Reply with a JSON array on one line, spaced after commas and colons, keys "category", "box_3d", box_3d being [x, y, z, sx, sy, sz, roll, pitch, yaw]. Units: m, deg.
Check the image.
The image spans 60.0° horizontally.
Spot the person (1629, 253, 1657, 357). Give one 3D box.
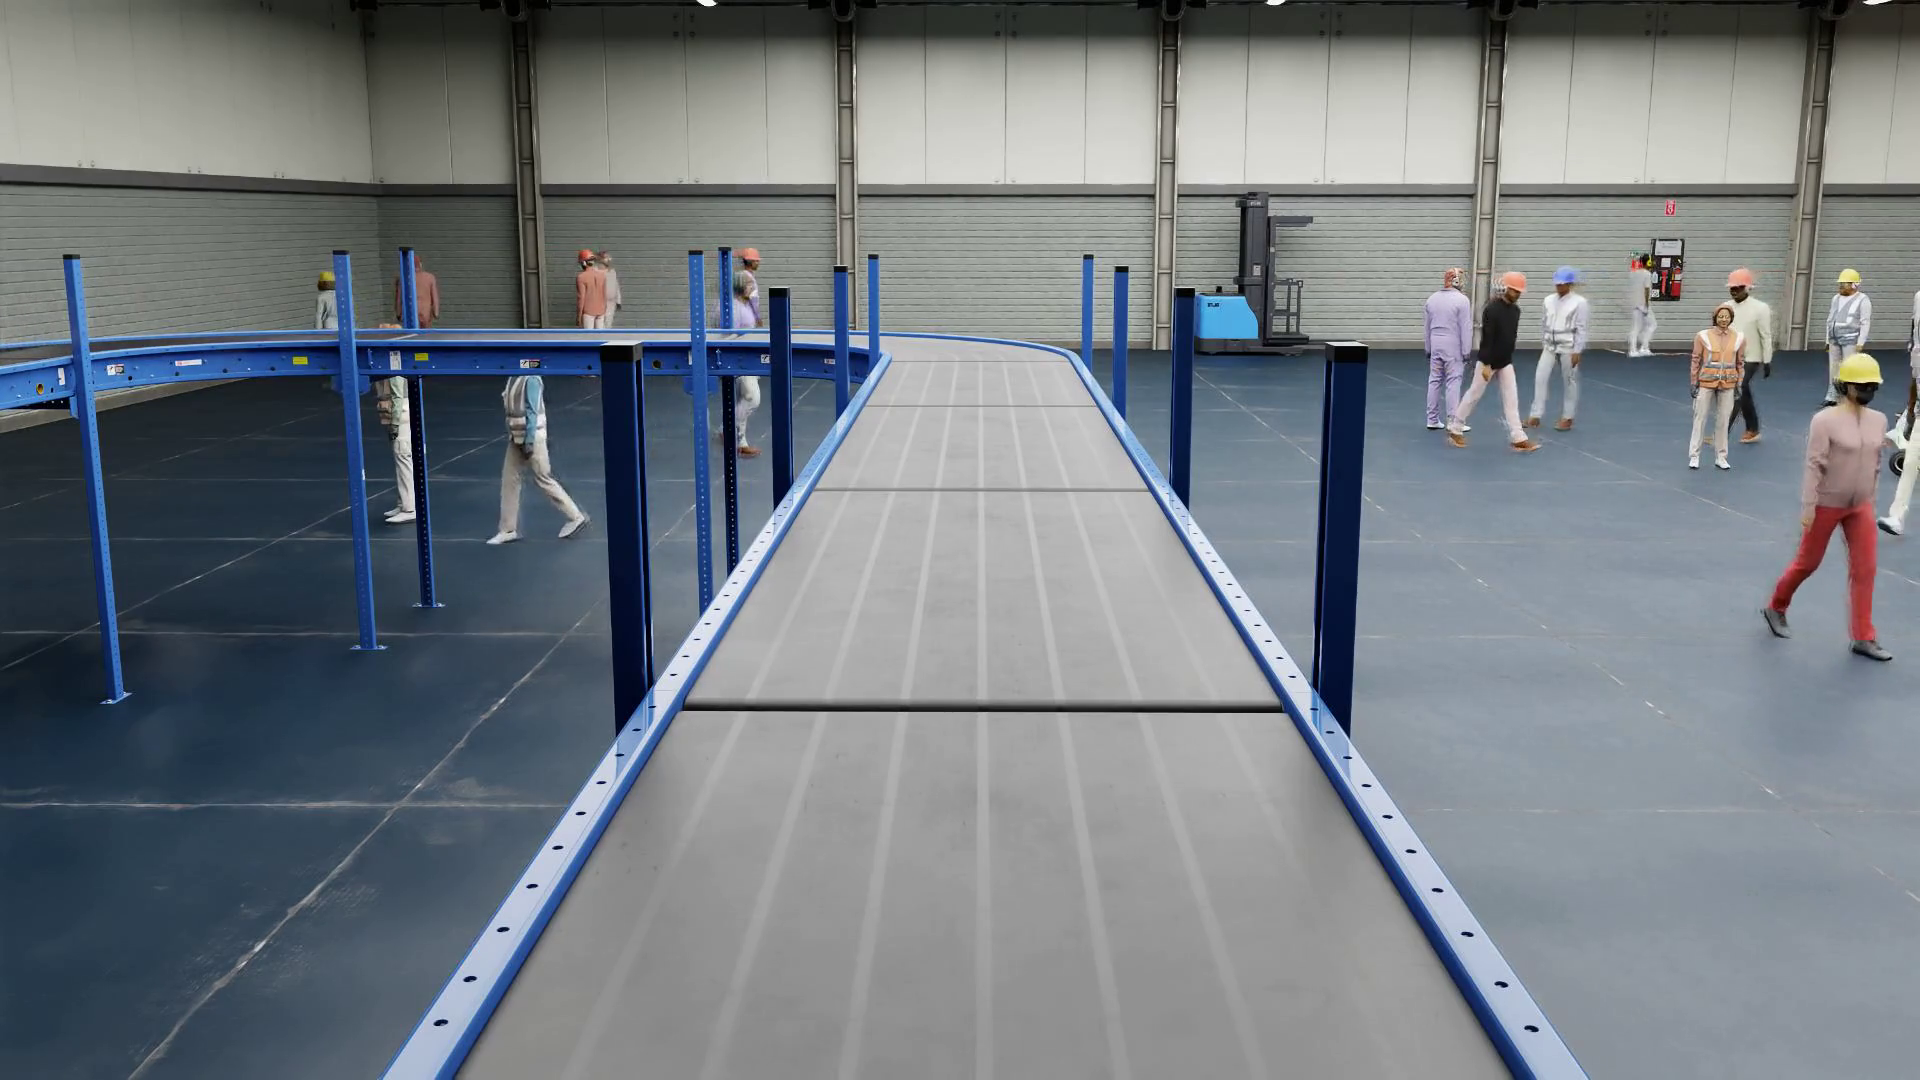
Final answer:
[{"category": "person", "box_3d": [12.338, -4.220, 29.921, 0.571, 1.852, 0.512, -2, 11, -10]}]

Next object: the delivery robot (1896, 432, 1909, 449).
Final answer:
[{"category": "delivery robot", "box_3d": [9.511, -0.918, 16.141, 0.477, 0.478, 0.707, -11, 15, -44]}]

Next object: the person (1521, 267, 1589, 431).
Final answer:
[{"category": "person", "box_3d": [6.972, -2.225, 19.495, 0.857, 1.907, 0.633, -8, 13, -35]}]

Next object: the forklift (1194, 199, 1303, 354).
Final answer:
[{"category": "forklift", "box_3d": [5.313, -4.851, 30.603, 1.873, 2.768, 1.129, 0, 11, 1]}]

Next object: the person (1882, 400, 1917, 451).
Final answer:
[{"category": "person", "box_3d": [10.326, -1.828, 17.674, 1.023, 1.816, 0.608, 5, 12, 26]}]

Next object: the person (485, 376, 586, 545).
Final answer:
[{"category": "person", "box_3d": [-3.295, -0.779, 12.887, 0.759, 1.623, 0.519, -8, 13, -35]}]

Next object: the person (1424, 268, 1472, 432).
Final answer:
[{"category": "person", "box_3d": [5.765, -2.237, 19.583, 0.402, 1.904, 0.639, -7, 13, -31]}]

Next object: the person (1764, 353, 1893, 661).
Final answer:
[{"category": "person", "box_3d": [5.123, -0.222, 9.707, 0.532, 1.764, 0.704, -2, 11, -11]}]

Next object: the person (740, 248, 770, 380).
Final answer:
[{"category": "person", "box_3d": [-3.117, -3.458, 25.544, 0.653, 2.025, 0.619, -1, 11, -4]}]

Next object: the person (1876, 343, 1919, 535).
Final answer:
[{"category": "person", "box_3d": [7.615, -0.918, 13.010, 0.961, 1.822, 0.556, -9, 14, -38]}]

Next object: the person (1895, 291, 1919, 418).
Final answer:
[{"category": "person", "box_3d": [11.975, -2.458, 20.546, 0.371, 1.966, 0.608, -3, 11, -14]}]

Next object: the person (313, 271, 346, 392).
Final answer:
[{"category": "person", "box_3d": [-9.120, -3.002, 23.956, 0.738, 1.713, 0.512, 5, 12, 26]}]

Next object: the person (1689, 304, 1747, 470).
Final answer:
[{"category": "person", "box_3d": [7.565, -1.534, 16.641, 0.511, 1.641, 0.307, 2, 11, 10]}]

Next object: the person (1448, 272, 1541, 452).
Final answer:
[{"category": "person", "box_3d": [5.771, -1.924, 17.935, 0.680, 1.924, 1.068, -8, 14, -36]}]

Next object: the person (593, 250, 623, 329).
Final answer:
[{"category": "person", "box_3d": [-6.510, -4.397, 30.726, 0.504, 1.890, 0.645, 5, 12, 26]}]

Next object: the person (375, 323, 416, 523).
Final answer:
[{"category": "person", "box_3d": [-4.651, -0.971, 13.738, 0.309, 1.645, 0.514, -4, 12, -19]}]

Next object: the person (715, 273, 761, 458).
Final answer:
[{"category": "person", "box_3d": [-2.253, -1.807, 17.309, 0.435, 1.922, 0.654, 1, 11, 4]}]

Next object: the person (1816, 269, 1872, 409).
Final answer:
[{"category": "person", "box_3d": [11.486, -2.597, 21.607, 0.403, 1.830, 0.601, -4, 12, -19]}]

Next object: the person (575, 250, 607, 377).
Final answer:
[{"category": "person", "box_3d": [-5.833, -3.580, 26.263, 0.393, 1.986, 0.611, 7, 13, 33]}]

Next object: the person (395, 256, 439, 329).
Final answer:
[{"category": "person", "box_3d": [-9.036, -3.788, 27.673, 0.666, 1.853, 0.991, -5, 12, -23]}]

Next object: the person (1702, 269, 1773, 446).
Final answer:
[{"category": "person", "box_3d": [8.581, -1.999, 18.290, 1.042, 1.931, 0.625, -6, 13, -28]}]
